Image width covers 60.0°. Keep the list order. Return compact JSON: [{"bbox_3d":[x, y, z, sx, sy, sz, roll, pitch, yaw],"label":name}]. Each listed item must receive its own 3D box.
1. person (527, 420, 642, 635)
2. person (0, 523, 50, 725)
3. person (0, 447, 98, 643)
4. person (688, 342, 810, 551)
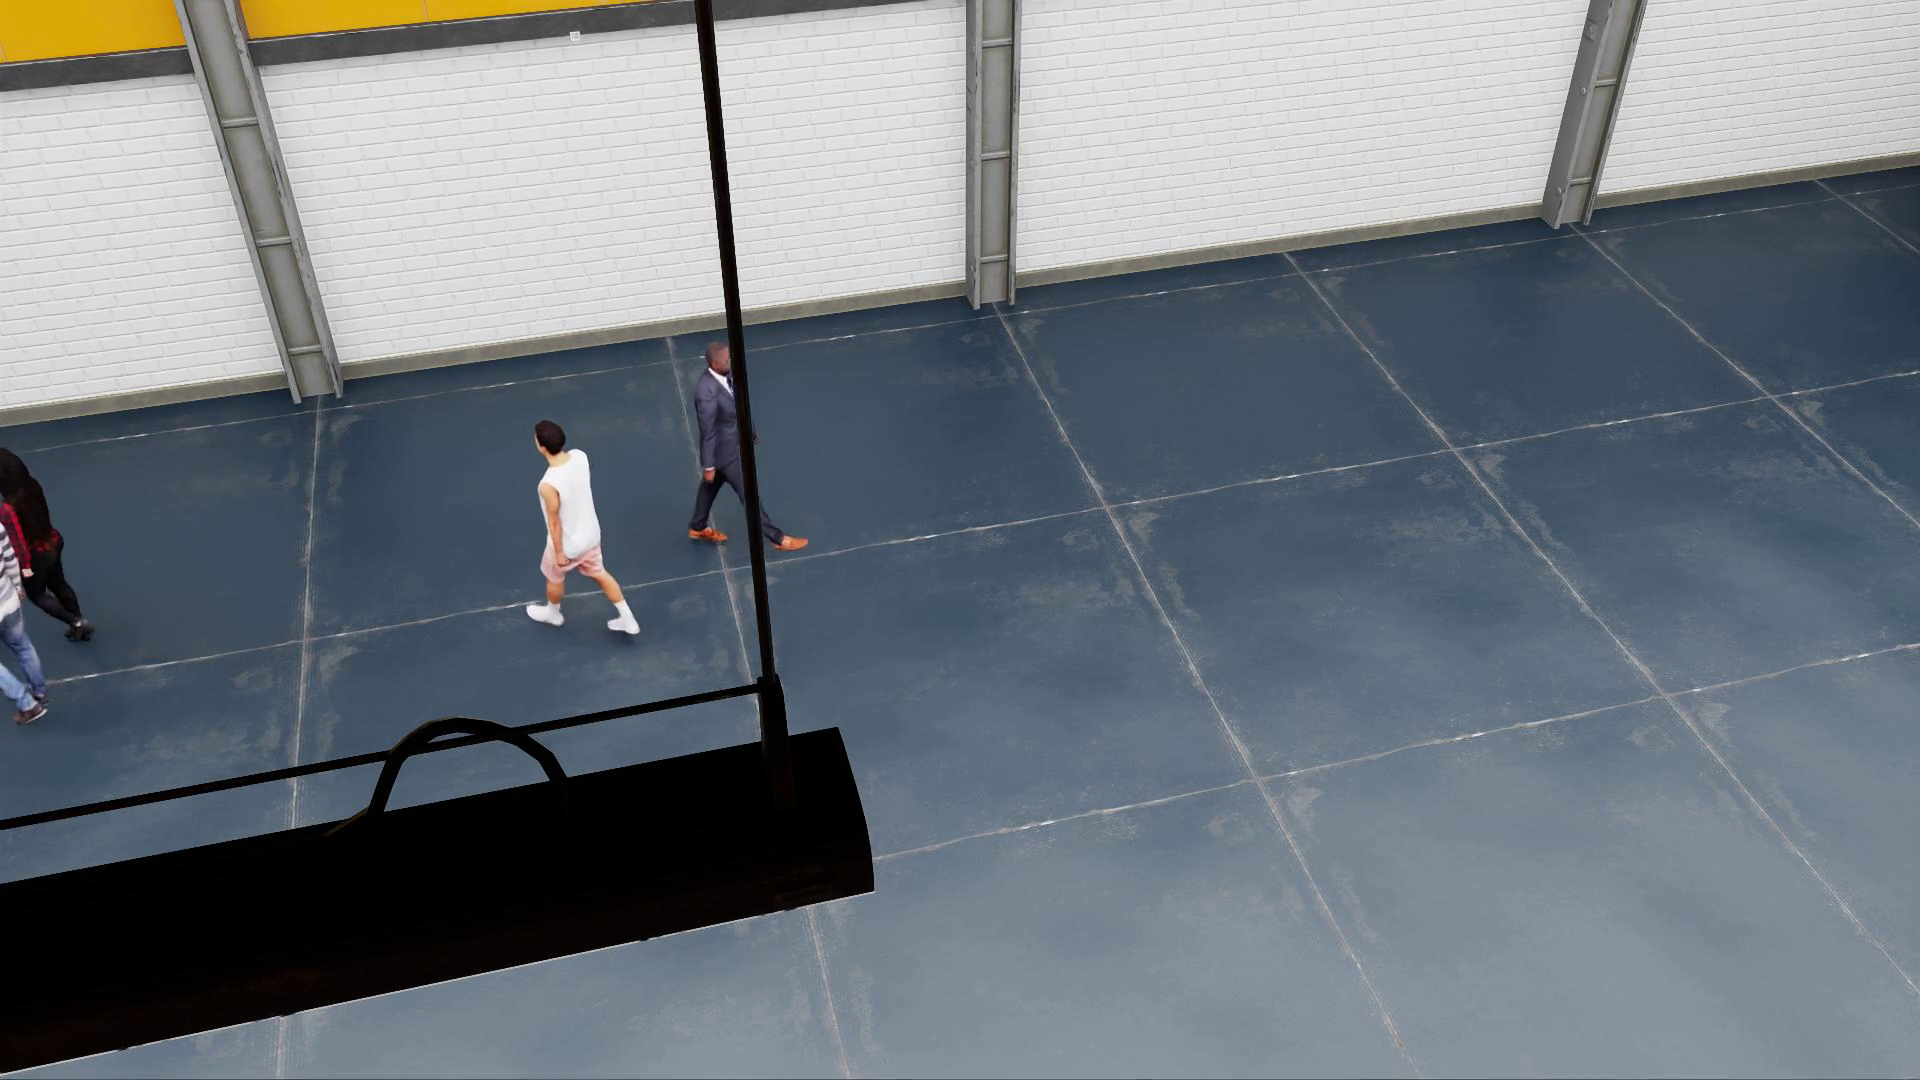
[{"bbox_3d":[-2.558,-0.016,11.309,1.177,1.747,1.095,18,42,22],"label":"person"},{"bbox_3d":[-6.160,0.445,10.659,0.944,1.838,0.885,15,41,18],"label":"person"},{"bbox_3d":[-6.170,0.074,11.276,0.608,1.647,0.642,0,39,1],"label":"person"},{"bbox_3d":[-1.789,-0.651,12.080,1.289,1.776,1.012,4,39,5],"label":"person"}]
